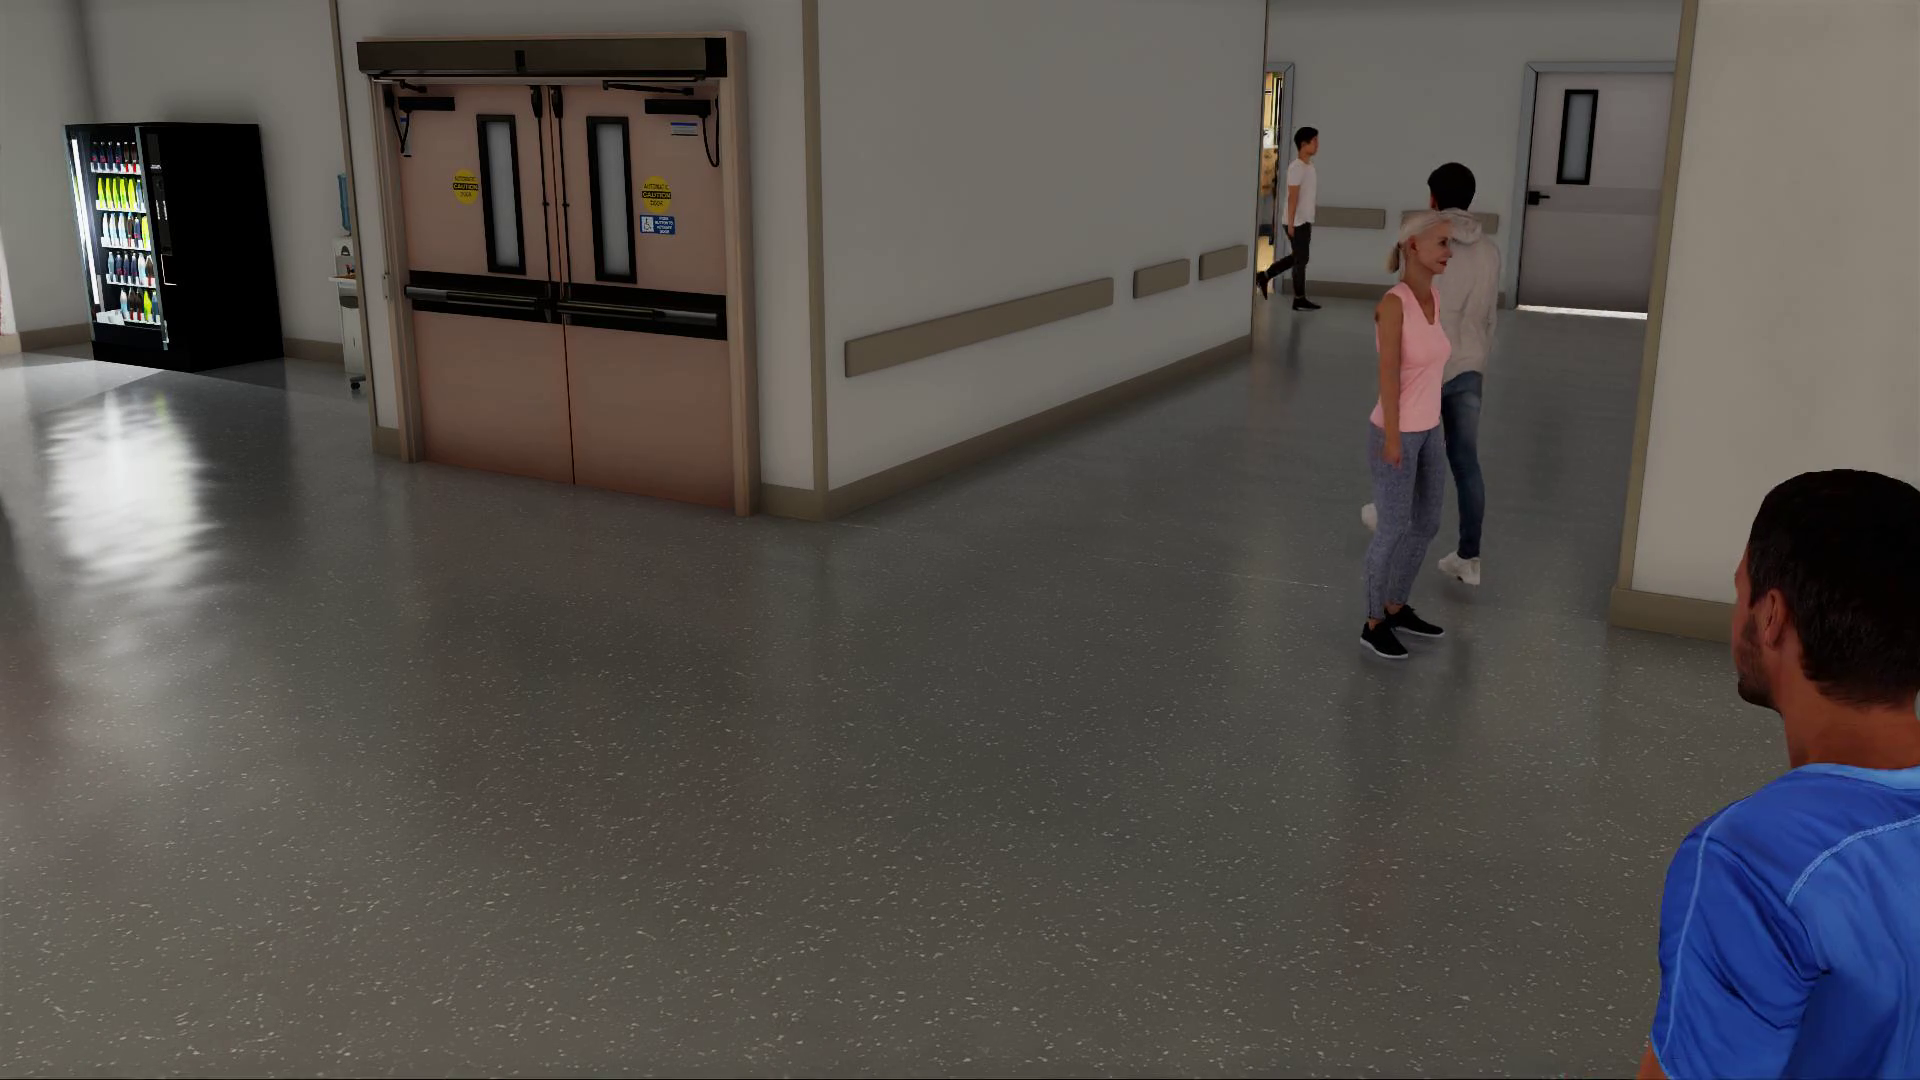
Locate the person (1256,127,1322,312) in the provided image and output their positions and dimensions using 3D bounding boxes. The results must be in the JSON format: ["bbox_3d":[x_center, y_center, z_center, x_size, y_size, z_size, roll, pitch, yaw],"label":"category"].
[{"bbox_3d":[3.136,-3.039,15.785,0.937,1.701,0.660,8,18,26],"label":"person"}]

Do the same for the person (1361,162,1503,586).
[{"bbox_3d":[2.157,-0.683,7.305,1.260,1.799,1.279,-3,16,-11],"label":"person"}]

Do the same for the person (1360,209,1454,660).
[{"bbox_3d":[1.723,-0.422,6.520,0.623,1.722,0.618,-13,20,-38],"label":"person"}]
